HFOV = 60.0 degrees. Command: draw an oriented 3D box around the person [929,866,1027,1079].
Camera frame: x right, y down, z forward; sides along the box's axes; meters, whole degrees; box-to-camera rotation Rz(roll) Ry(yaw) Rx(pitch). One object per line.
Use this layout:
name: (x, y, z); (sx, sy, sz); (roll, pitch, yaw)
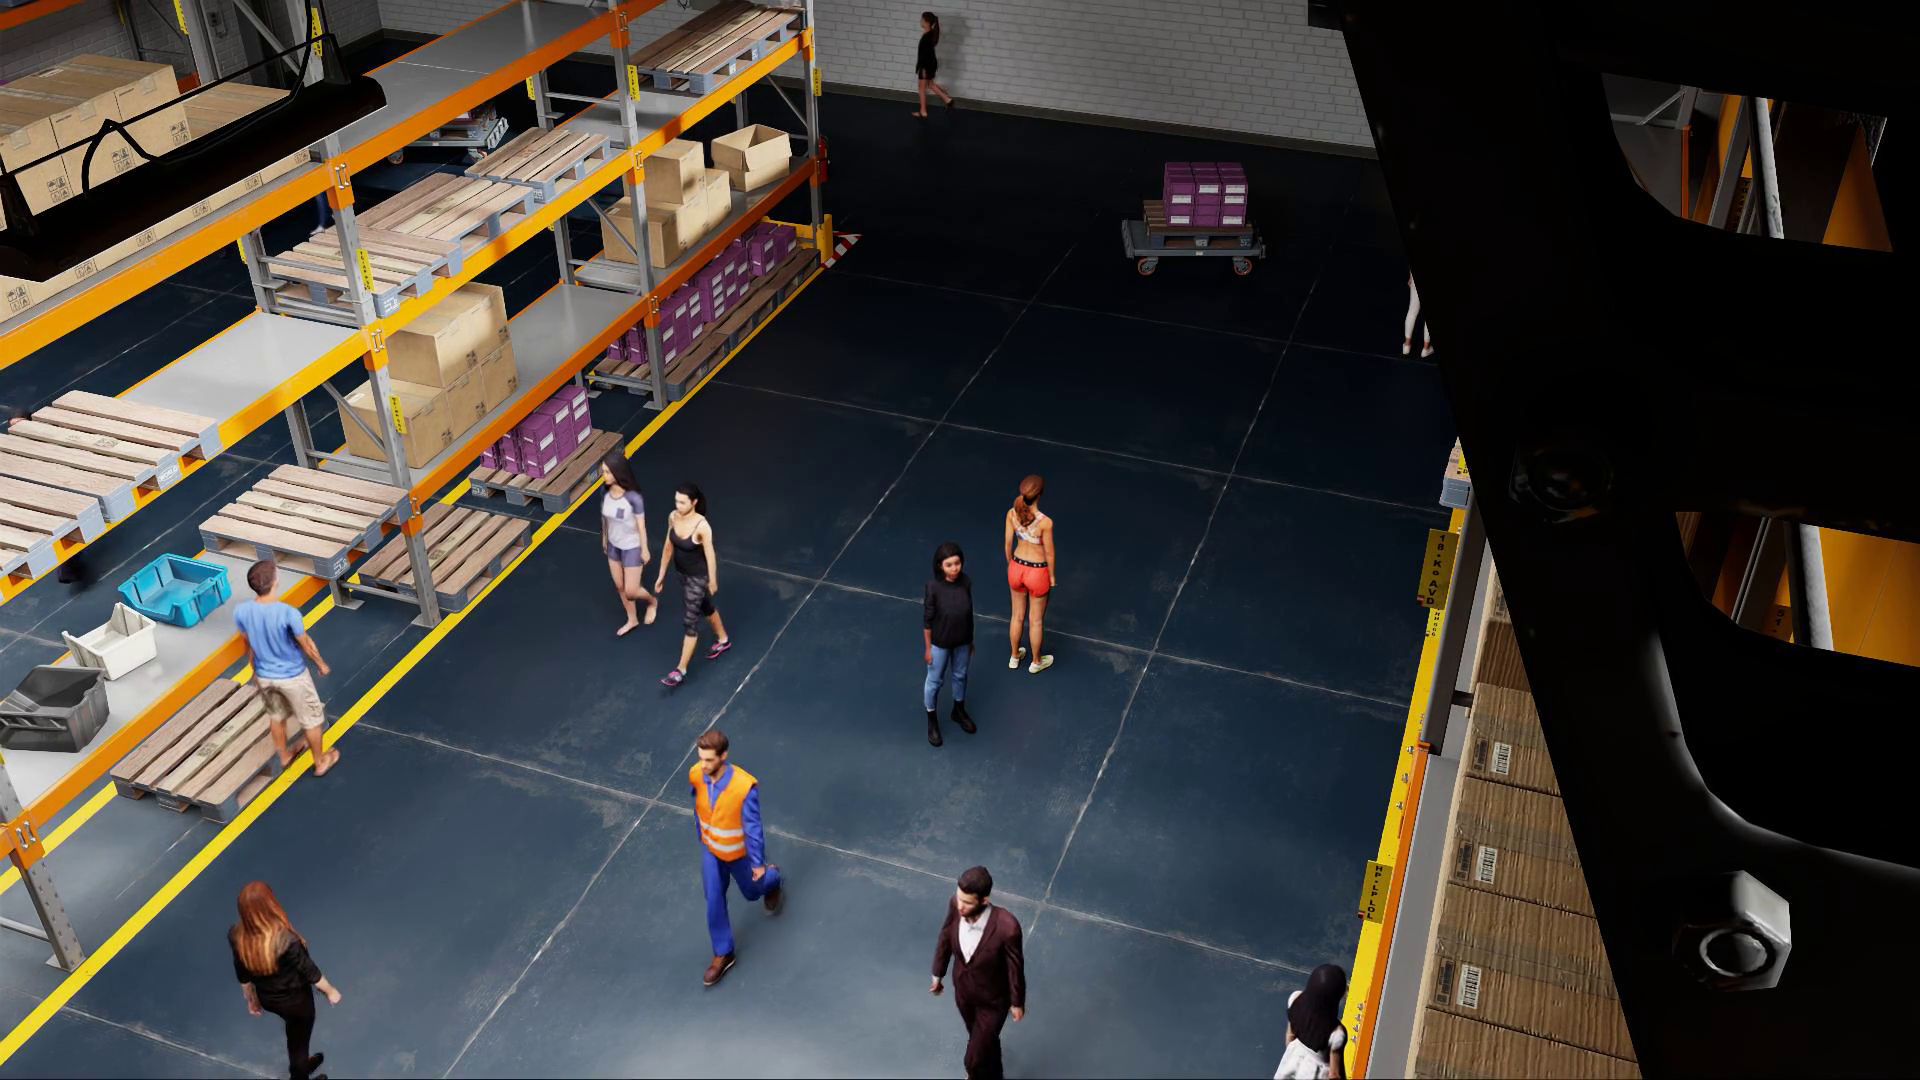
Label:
person: (0.180, 2.545, 9.624); (0.877, 1.848, 0.934); (27, 42, 34)

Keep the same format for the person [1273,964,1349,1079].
person: (1.900, 2.968, 9.060); (0.820, 1.769, 0.782); (-21, 39, -28)

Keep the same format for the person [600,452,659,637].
person: (-2.669, 0.010, 13.573); (0.685, 1.698, 0.701); (20, 38, 27)

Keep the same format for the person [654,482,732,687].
person: (-2.051, 0.254, 13.204); (0.823, 1.700, 1.103); (25, 41, 33)

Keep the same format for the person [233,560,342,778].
person: (-4.880, 0.985, 11.963); (0.758, 1.857, 0.729); (3, 34, 5)

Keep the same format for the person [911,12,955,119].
person: (-0.401, -6.870, 24.061); (0.620, 1.546, 0.802); (9, 35, 14)

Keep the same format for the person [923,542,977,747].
person: (-0.084, 0.752, 12.454); (0.657, 1.701, 0.721); (-16, 37, -22)

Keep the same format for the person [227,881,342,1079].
person: (-3.932, 2.686, 9.547); (0.610, 1.698, 0.611); (13, 36, 18)

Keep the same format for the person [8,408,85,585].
person: (-7.898, -0.461, 14.361); (0.952, 1.610, 1.136); (-6, 34, -9)

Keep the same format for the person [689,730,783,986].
person: (-1.412, 1.910, 10.587); (0.691, 1.839, 1.122); (11, 35, 16)

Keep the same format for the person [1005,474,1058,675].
person: (0.546, 0.270, 13.099); (0.615, 1.791, 0.596); (17, 37, 24)
